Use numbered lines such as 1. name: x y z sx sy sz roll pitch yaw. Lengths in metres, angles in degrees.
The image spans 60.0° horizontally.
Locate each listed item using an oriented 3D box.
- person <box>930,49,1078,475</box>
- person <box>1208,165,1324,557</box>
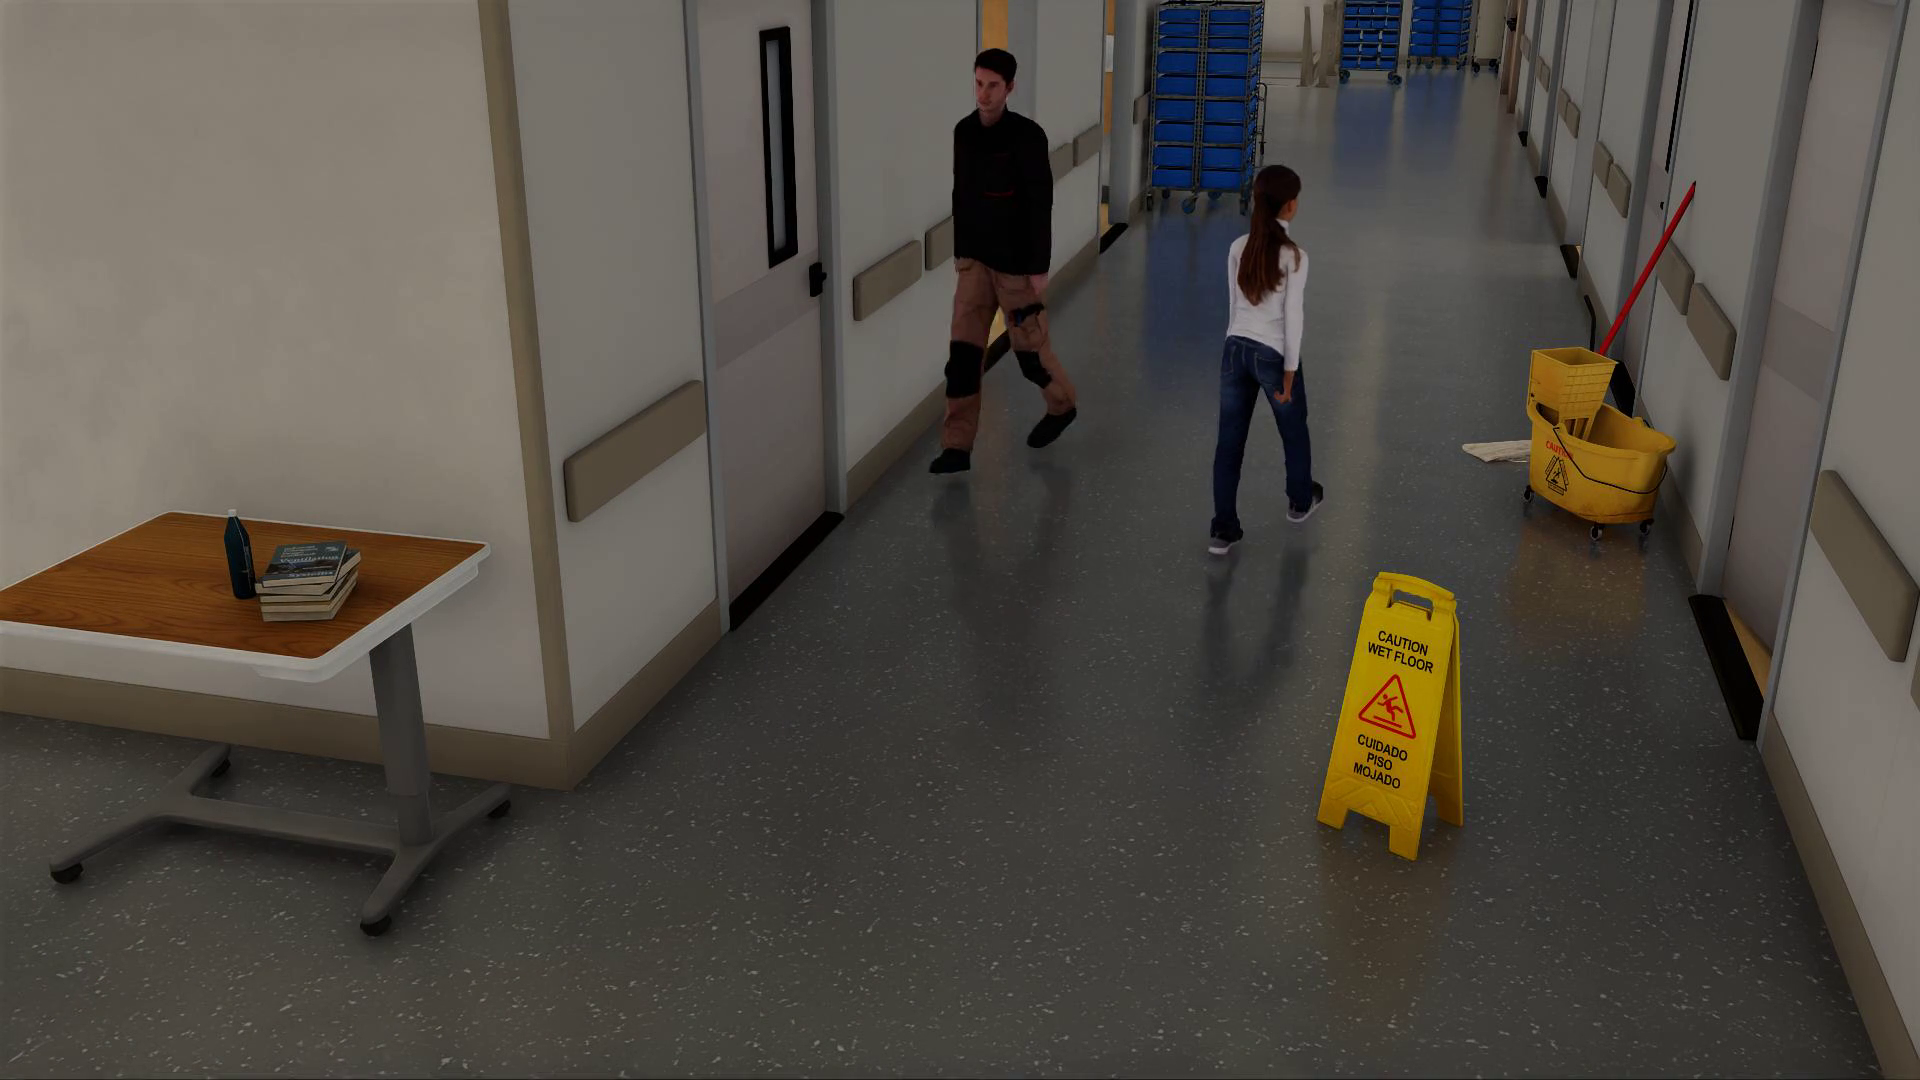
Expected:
1. person: 0.253 -1.255 7.616 1.028 1.879 1.363 15 26 35
2. person: 1.142 -0.672 6.574 0.701 1.527 1.015 12 24 29
